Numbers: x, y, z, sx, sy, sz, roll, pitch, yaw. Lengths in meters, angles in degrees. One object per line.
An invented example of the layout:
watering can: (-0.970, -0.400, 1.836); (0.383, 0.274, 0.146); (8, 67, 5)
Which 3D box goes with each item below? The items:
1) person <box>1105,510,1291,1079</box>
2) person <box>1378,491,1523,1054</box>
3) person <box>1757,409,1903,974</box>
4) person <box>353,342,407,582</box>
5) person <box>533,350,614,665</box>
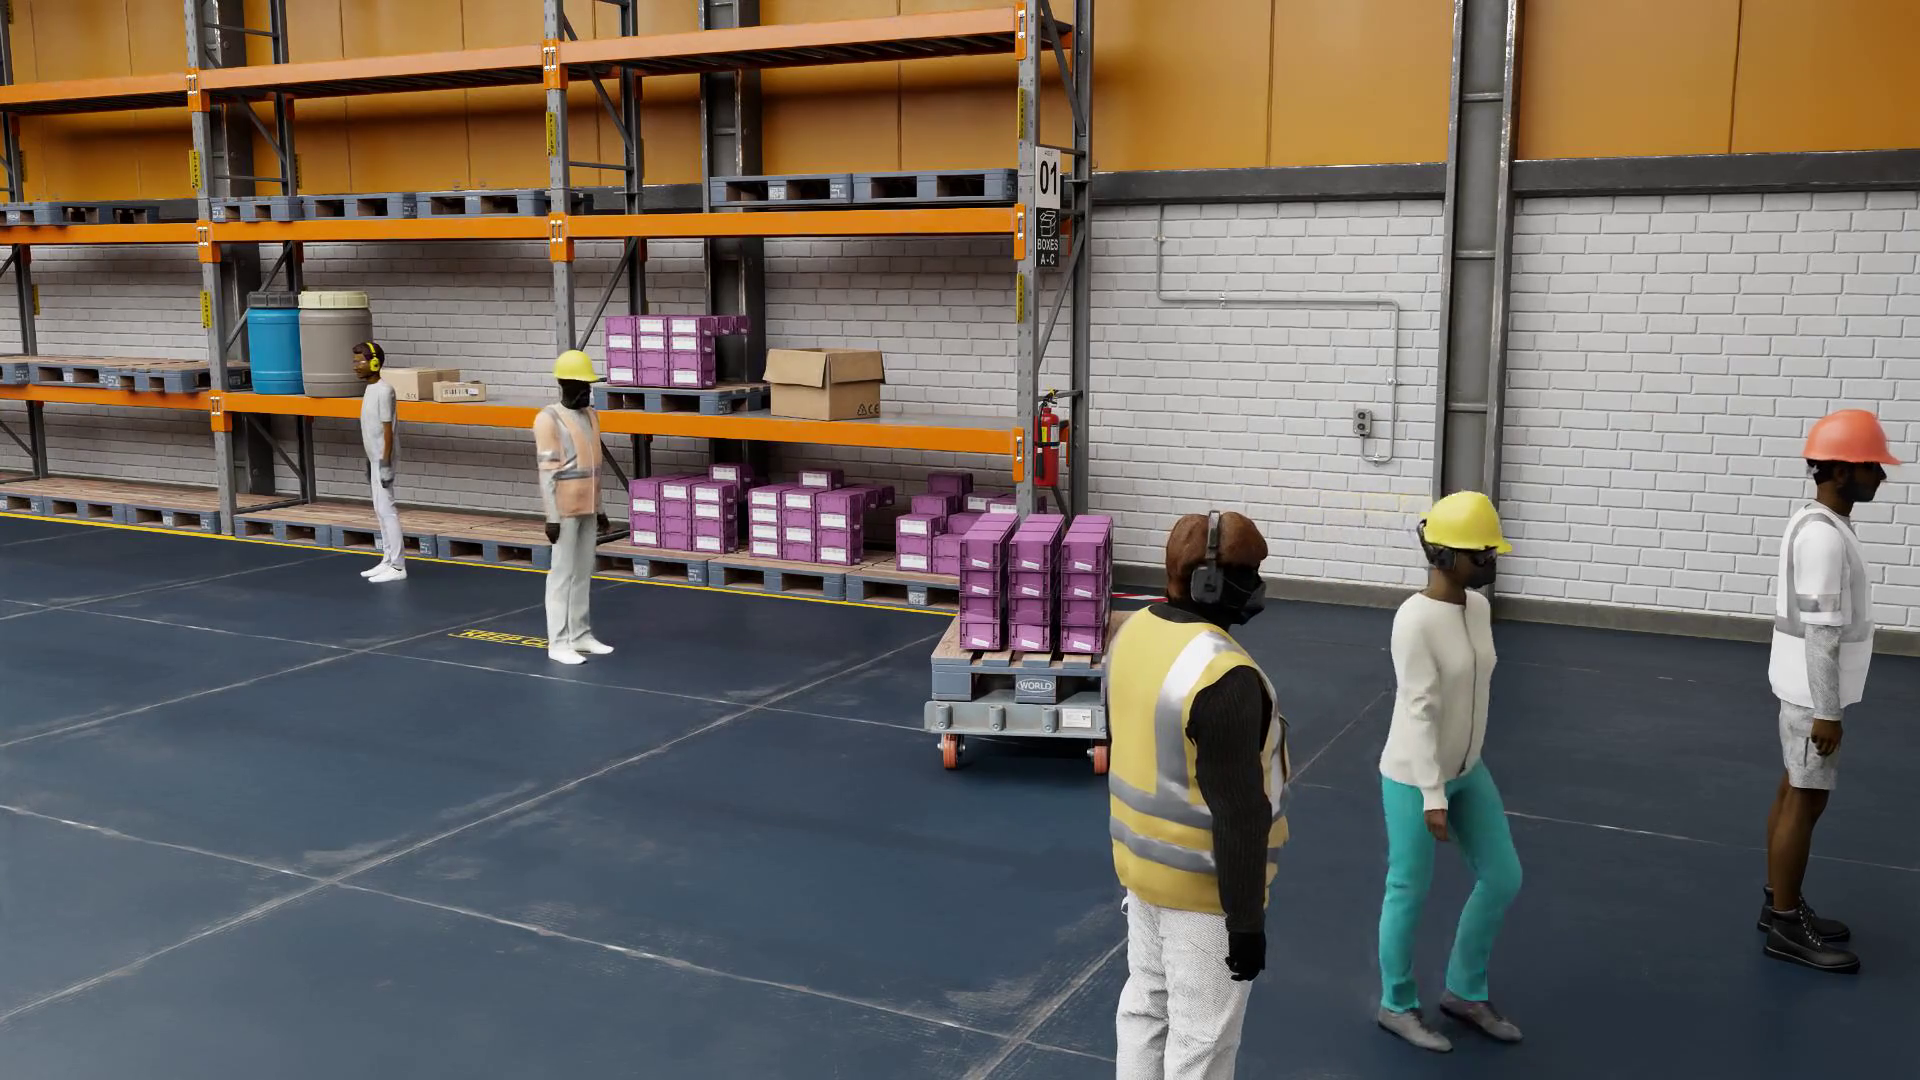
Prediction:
person: (0.590, 0.837, 4.103); (0.429, 1.839, 0.634); (-3, 10, -19)
person: (1.516, 0.728, 5.044); (0.533, 1.753, 0.516); (-8, 12, -40)
person: (3.014, 0.512, 5.800); (0.352, 1.940, 0.545); (4, 10, 23)
person: (-4.522, -0.605, 12.941); (0.328, 1.862, 0.515); (-6, 11, -32)
person: (-2.365, -0.205, 10.265); (0.380, 1.924, 0.593); (4, 10, 21)
